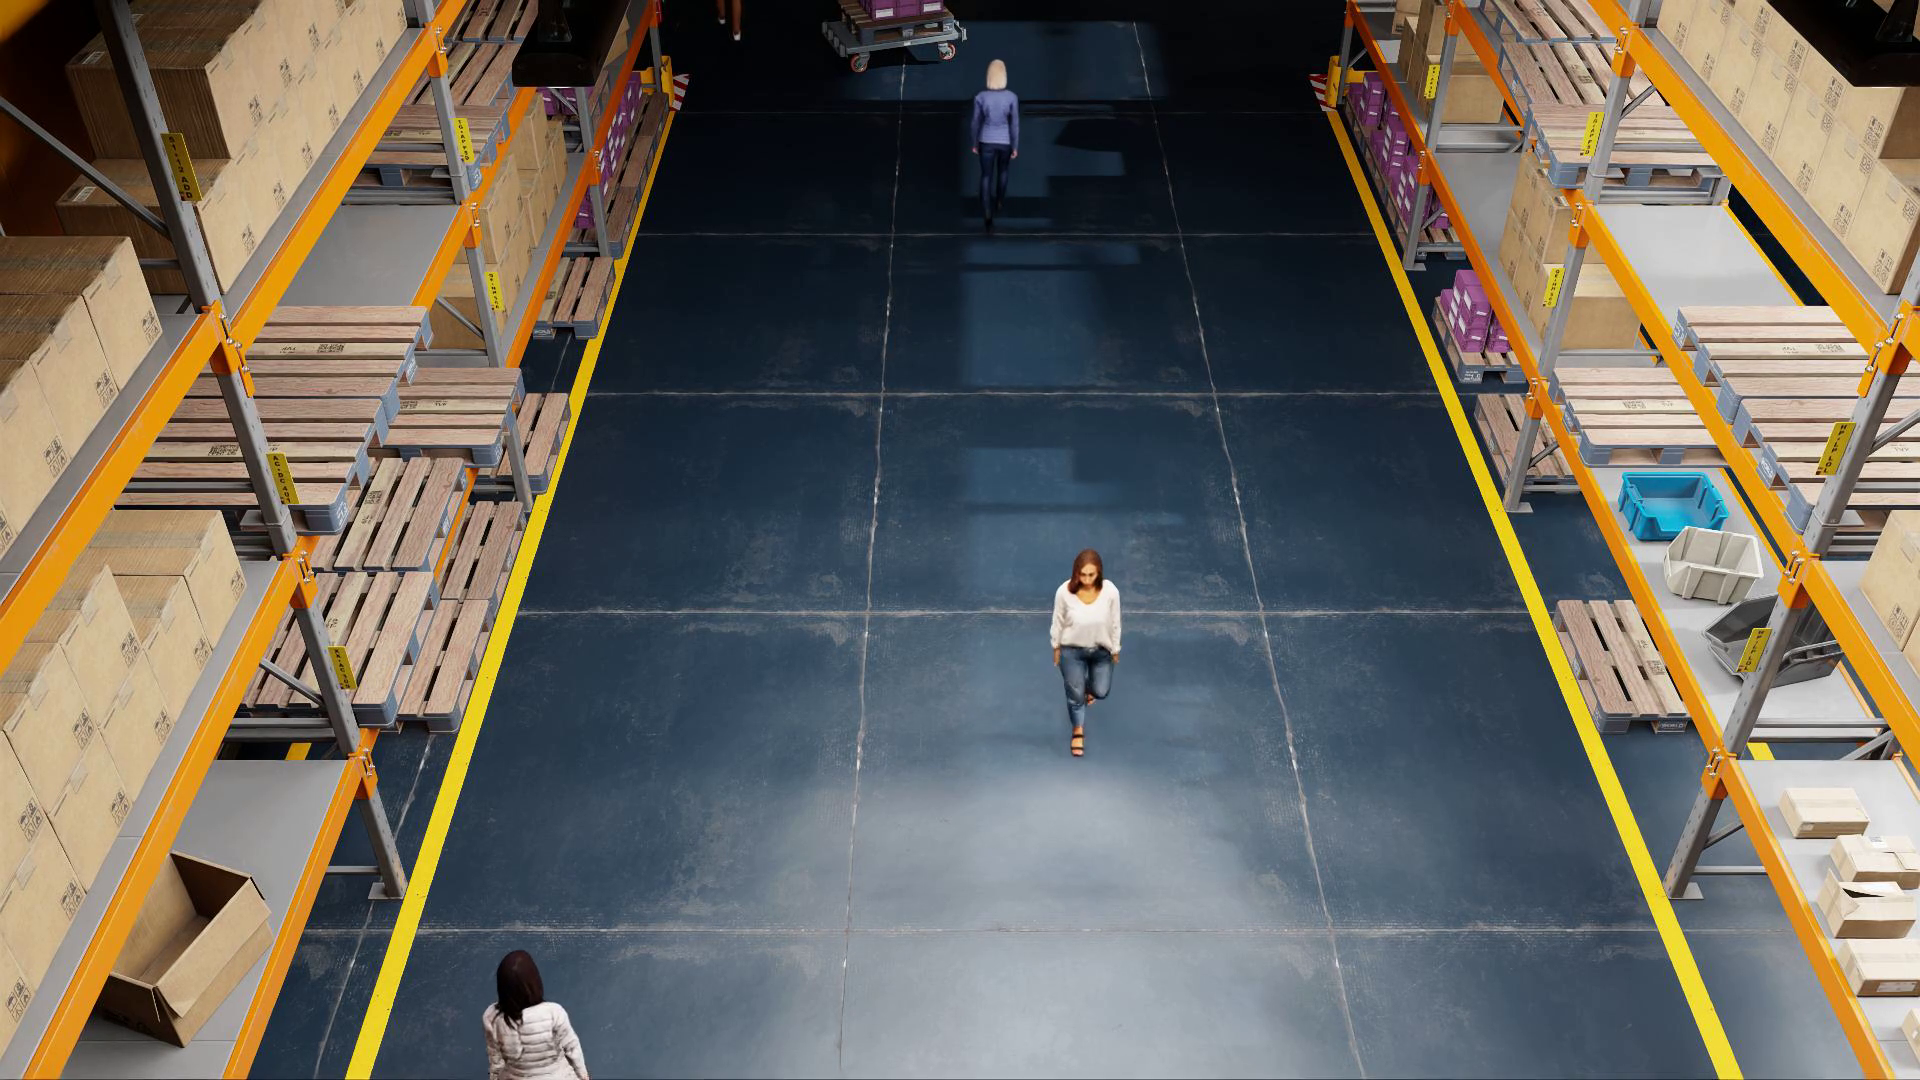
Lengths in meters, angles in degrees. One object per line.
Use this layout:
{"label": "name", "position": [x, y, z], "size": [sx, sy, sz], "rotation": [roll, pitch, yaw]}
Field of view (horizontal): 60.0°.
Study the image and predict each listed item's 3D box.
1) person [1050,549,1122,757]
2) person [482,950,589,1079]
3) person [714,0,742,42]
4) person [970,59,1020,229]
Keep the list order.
{"label": "person", "position": [0.849, 0.686, 11.161], "size": [0.633, 1.667, 0.767], "rotation": [1, 39, 2]}
{"label": "person", "position": [-2.186, 2.809, 8.552], "size": [0.686, 1.605, 1.021], "rotation": [5, 39, 6]}
{"label": "person", "position": [-2.934, -7.195, 20.933], "size": [0.793, 1.787, 1.177], "rotation": [-5, 39, -7]}
{"label": "person", "position": [0.360, -4.045, 17.040], "size": [0.676, 1.723, 1.057], "rotation": [2, 39, 2]}
